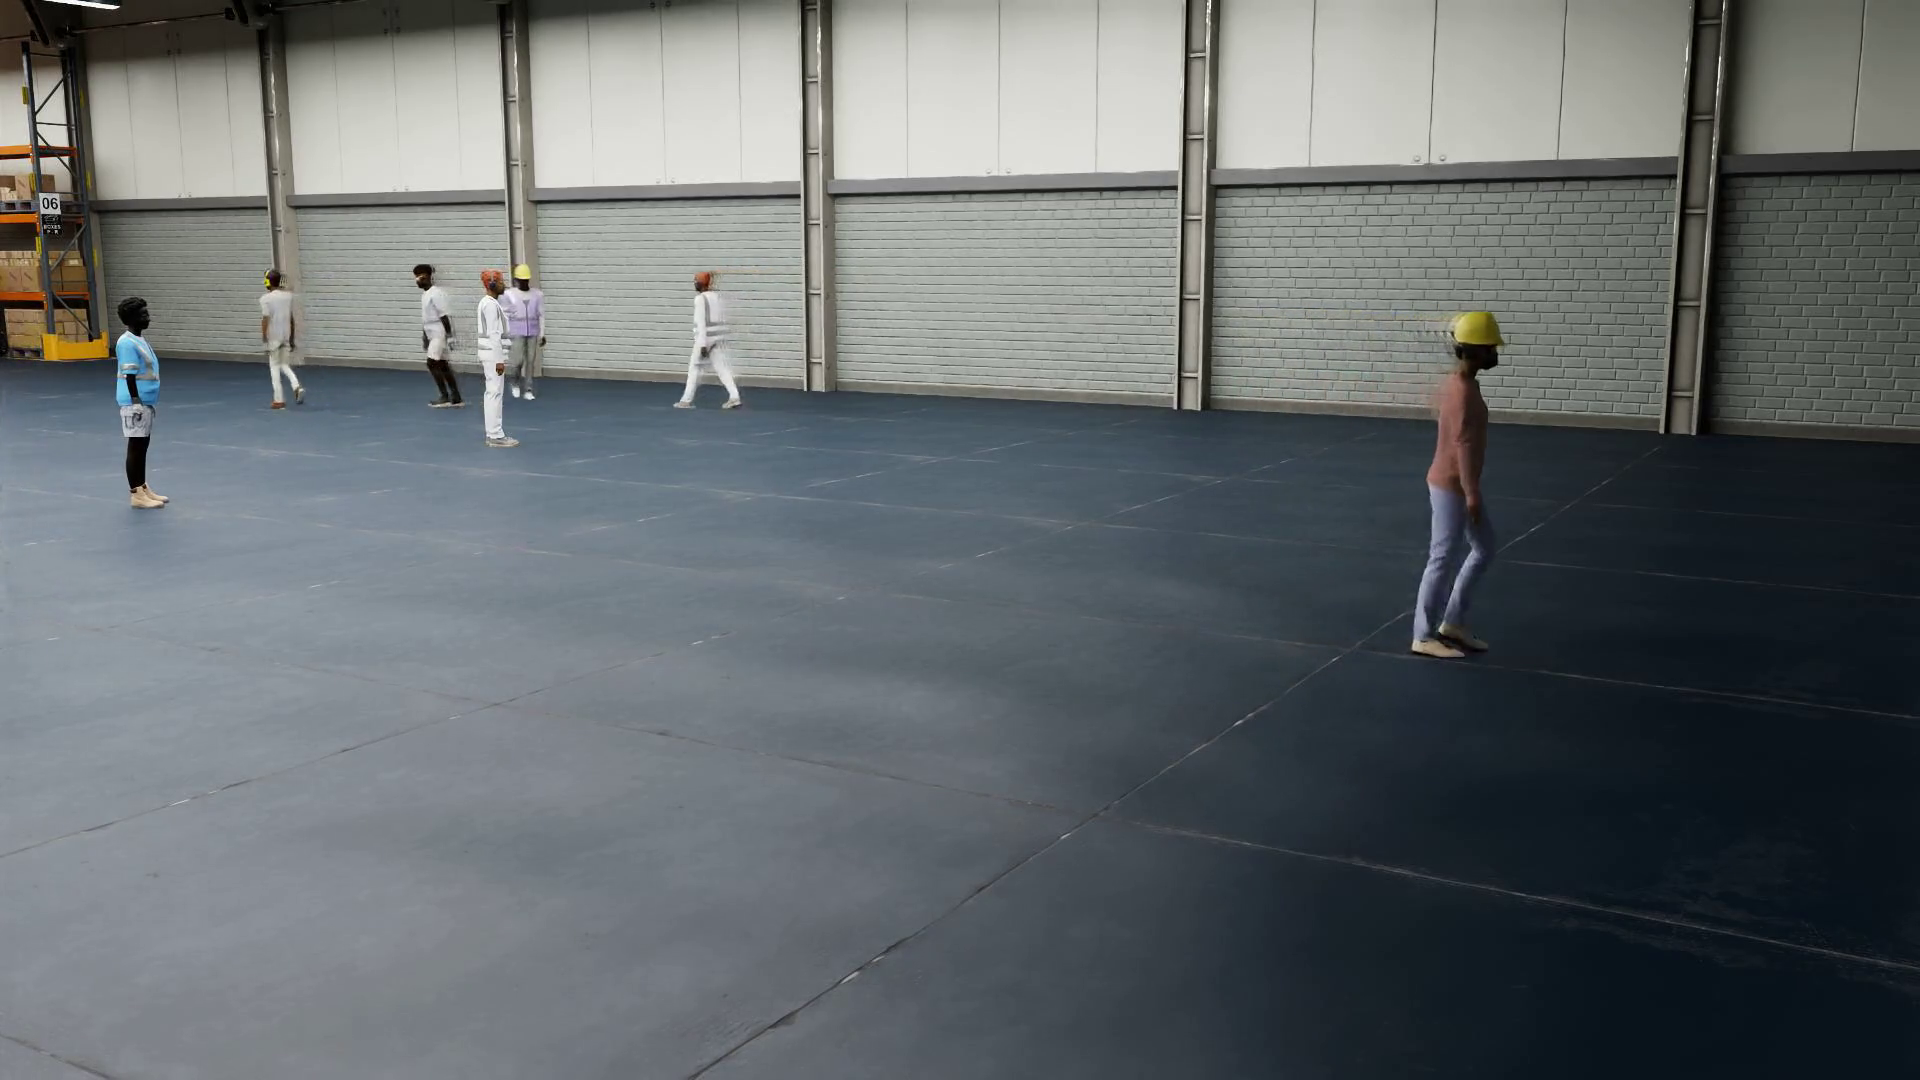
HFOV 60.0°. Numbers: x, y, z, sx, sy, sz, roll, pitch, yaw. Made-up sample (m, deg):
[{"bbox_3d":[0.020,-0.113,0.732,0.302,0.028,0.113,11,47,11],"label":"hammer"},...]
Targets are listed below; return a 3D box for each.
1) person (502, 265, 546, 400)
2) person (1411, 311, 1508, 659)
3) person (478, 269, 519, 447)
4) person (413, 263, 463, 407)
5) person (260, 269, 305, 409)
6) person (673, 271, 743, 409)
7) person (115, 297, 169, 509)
[{"bbox_3d":[-6.116,-2.913,23.410,0.582,1.904,0.427,-6,11,-30],"label":"person"},{"bbox_3d":[2.529,-0.259,8.308,0.524,1.747,0.548,3,10,19],"label":"person"},{"bbox_3d":[-4.940,-1.930,17.704,0.356,1.883,0.574,-4,10,-22],"label":"person"},{"bbox_3d":[-6.947,-2.718,22.180,0.596,1.920,0.618,-4,11,-25],"label":"person"},{"bbox_3d":[-8.988,-2.648,21.971,0.506,1.860,0.538,5,11,29],"label":"person"},{"bbox_3d":[-3.326,-2.636,22.018,1.007,1.840,0.586,4,10,22],"label":"person"},{"bbox_3d":[-6.606,-1.103,13.398,0.320,1.697,0.532,-3,10,-16],"label":"person"}]
